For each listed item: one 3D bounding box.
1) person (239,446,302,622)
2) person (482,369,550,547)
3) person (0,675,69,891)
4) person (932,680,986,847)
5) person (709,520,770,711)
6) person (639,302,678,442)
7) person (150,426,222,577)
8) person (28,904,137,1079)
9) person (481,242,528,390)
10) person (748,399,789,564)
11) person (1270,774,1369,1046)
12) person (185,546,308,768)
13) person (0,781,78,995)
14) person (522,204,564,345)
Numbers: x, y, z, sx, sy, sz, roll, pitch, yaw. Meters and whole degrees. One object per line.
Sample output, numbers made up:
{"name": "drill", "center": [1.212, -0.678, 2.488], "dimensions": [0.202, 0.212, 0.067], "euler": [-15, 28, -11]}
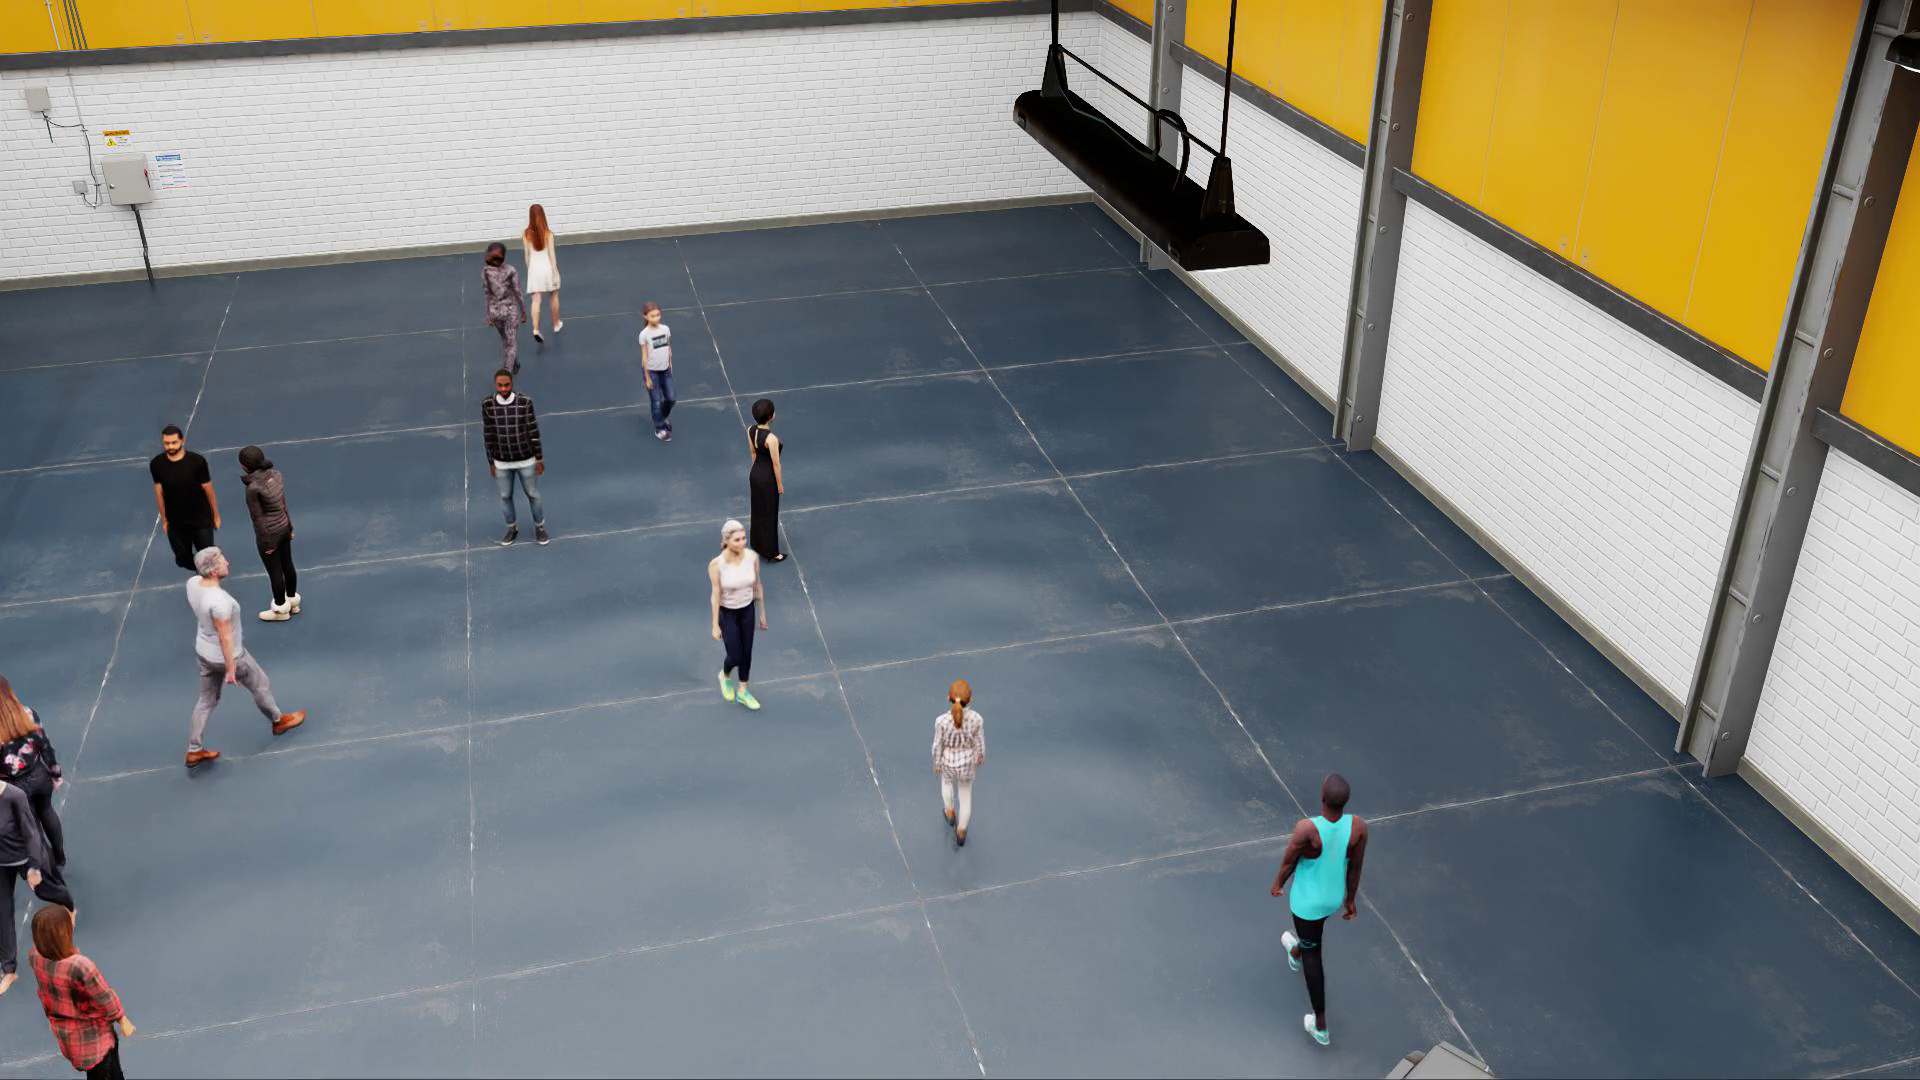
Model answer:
{"name": "person", "center": [-5.969, -0.056, 14.471], "dimensions": [0.747, 1.661, 0.684], "euler": [18, 33, 29]}
{"name": "person", "center": [-4.191, -0.788, 15.656], "dimensions": [0.726, 1.811, 0.665], "euler": [-2, 29, -3]}
{"name": "person", "center": [-6.300, 1.691, 11.267], "dimensions": [0.859, 1.664, 0.788], "euler": [19, 34, 31]}
{"name": "person", "center": [-0.006, 1.609, 11.803], "dimensions": [0.600, 1.293, 0.699], "euler": [-2, 29, -4]}
{"name": "person", "center": [-1.832, 0.577, 13.281], "dimensions": [0.739, 1.690, 0.788], "euler": [-21, 35, -33]}
{"name": "person", "center": [-3.283, -1.828, 17.839], "dimensions": [0.642, 1.547, 0.717], "euler": [-20, 34, -32]}
{"name": "person", "center": [-6.799, -0.230, 14.696], "dimensions": [0.641, 1.751, 0.810], "euler": [-6, 29, -11]}
{"name": "person", "center": [-4.947, 2.769, 9.263], "dimensions": [0.817, 1.688, 0.879], "euler": [12, 31, 20]}
{"name": "person", "center": [-5.211, -2.517, 18.971], "dimensions": [0.787, 1.673, 1.201], "euler": [1, 29, 1]}
{"name": "person", "center": [-1.820, -0.552, 15.446], "dimensions": [0.716, 1.598, 0.614], "euler": [-25, 37, -37]}
{"name": "person", "center": [2.198, 2.261, 10.112], "dimensions": [0.710, 1.769, 1.183], "euler": [-5, 29, -8]}
{"name": "person", "center": [-5.665, 0.918, 12.563], "dimensions": [1.246, 1.778, 1.231], "euler": [20, 34, 32]}
{"name": "person", "center": [-6.042, 1.986, 10.711], "dimensions": [0.853, 1.678, 1.153], "euler": [1, 29, 3]}
{"name": "person", "center": [-5.110, -3.212, 20.236], "dimensions": [0.789, 1.681, 1.160], "euler": [1, 29, 1]}
